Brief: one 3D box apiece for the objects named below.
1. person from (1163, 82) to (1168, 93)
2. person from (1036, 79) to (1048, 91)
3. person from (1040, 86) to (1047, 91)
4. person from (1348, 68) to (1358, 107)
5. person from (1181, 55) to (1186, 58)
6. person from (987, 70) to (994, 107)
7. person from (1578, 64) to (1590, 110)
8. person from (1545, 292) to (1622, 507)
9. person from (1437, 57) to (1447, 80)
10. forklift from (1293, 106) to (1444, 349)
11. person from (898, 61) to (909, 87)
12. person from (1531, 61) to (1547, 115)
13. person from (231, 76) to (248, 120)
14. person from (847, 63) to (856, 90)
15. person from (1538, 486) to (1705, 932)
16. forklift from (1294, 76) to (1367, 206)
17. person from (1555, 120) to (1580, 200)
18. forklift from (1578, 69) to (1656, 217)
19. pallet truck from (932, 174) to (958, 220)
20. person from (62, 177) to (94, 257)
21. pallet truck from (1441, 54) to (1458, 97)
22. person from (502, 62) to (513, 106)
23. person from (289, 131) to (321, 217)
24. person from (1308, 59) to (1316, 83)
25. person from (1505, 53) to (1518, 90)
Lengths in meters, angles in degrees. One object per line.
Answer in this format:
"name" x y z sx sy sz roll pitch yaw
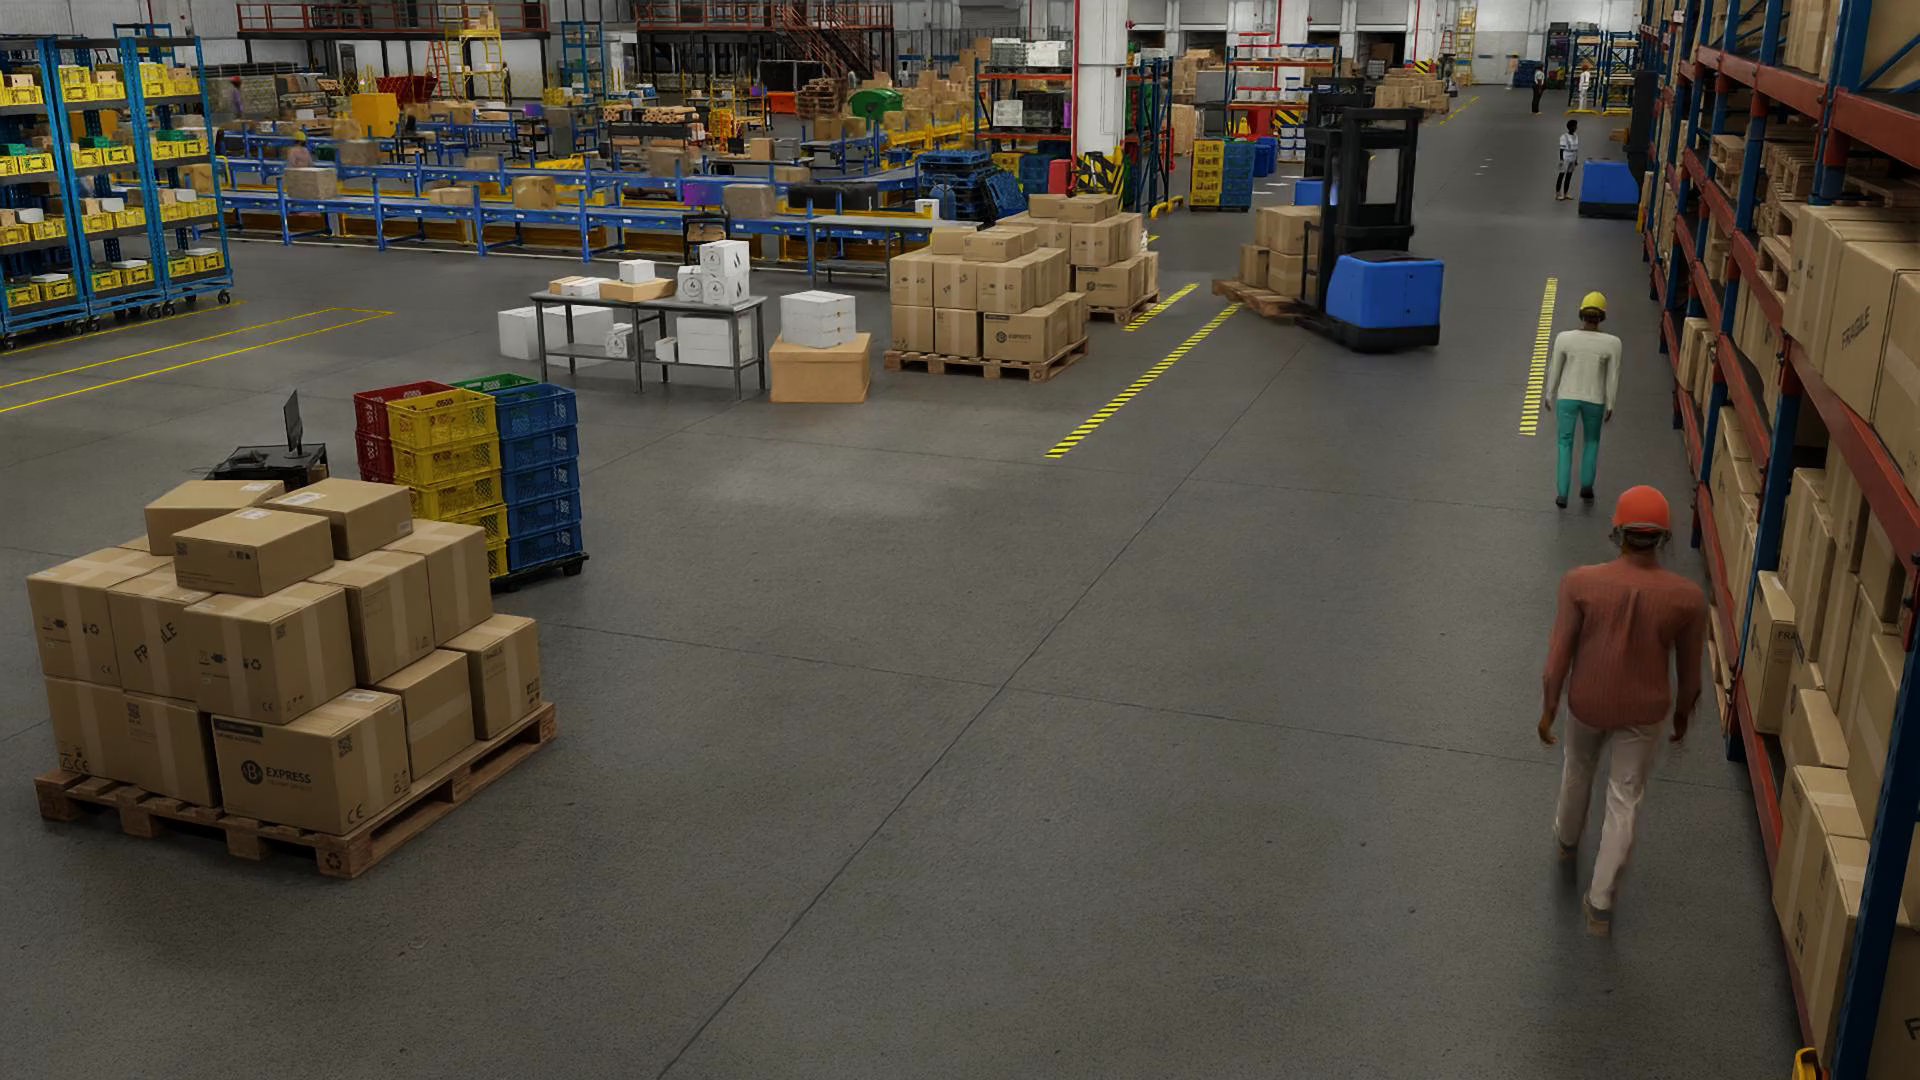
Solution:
"person" 7.022 -15.053 57.514 0.560 1.609 0.551 4 18 12
"person" 3.131 -16.386 61.218 0.911 1.902 0.579 11 21 32
"person" 2.527 -12.700 49.839 0.604 1.795 0.907 9 20 25
"person" 14.807 -16.781 62.562 0.510 1.853 0.513 -6 19 -18
"person" 10.476 -22.088 79.138 0.811 1.913 0.632 6 19 19
"person" 1.218 -17.313 64.366 0.309 1.769 0.524 -2 18 -7
"person" 24.803 -17.957 66.198 0.585 1.881 0.343 -15 23 -39
"person" 5.086 -1.161 13.646 0.541 1.745 0.640 6 19 17
"person" 23.072 -22.268 79.892 0.902 1.789 0.688 11 21 32
"forklift" 5.052 -3.857 20.276 1.129 2.768 1.873 -4 18 -12
"person" -2.276 -18.484 67.722 0.369 1.963 0.608 10 20 30
"person" 22.692 -17.688 65.094 0.535 2.000 0.673 1 18 4
"person" -21.820 -13.033 50.489 0.556 2.025 0.646 -12 22 -34
"person" -4.388 -18.215 66.982 0.441 1.905 0.588 2 18 5
"person" 2.959 0.688 7.484 0.657 1.952 0.978 6 19 18
"forklift" 6.598 -6.755 29.381 1.129 2.768 1.873 6 19 19
"person" 13.053 -8.153 35.694 0.533 1.697 0.318 -9 20 -26
"forklift" 13.219 -7.740 32.475 1.873 2.768 1.129 6 19 18
"pallet truck" -0.507 -5.292 27.348 0.653 1.274 1.630 6 19 19
"person" -14.045 -5.245 26.240 0.727 1.896 0.815 -3 18 -11
"pallet truck" 22.765 -21.886 78.355 0.823 1.965 1.885 -4 18 -14
"person" -19.422 -19.526 71.187 0.345 1.847 0.508 10 20 28
"person" -12.528 -6.937 31.828 0.873 1.721 0.537 3 18 9
"person" 19.753 -26.635 93.280 0.382 1.993 0.622 6 19 18
"person" 28.617 -24.260 86.087 1.047 1.821 0.676 -12 21 -34
